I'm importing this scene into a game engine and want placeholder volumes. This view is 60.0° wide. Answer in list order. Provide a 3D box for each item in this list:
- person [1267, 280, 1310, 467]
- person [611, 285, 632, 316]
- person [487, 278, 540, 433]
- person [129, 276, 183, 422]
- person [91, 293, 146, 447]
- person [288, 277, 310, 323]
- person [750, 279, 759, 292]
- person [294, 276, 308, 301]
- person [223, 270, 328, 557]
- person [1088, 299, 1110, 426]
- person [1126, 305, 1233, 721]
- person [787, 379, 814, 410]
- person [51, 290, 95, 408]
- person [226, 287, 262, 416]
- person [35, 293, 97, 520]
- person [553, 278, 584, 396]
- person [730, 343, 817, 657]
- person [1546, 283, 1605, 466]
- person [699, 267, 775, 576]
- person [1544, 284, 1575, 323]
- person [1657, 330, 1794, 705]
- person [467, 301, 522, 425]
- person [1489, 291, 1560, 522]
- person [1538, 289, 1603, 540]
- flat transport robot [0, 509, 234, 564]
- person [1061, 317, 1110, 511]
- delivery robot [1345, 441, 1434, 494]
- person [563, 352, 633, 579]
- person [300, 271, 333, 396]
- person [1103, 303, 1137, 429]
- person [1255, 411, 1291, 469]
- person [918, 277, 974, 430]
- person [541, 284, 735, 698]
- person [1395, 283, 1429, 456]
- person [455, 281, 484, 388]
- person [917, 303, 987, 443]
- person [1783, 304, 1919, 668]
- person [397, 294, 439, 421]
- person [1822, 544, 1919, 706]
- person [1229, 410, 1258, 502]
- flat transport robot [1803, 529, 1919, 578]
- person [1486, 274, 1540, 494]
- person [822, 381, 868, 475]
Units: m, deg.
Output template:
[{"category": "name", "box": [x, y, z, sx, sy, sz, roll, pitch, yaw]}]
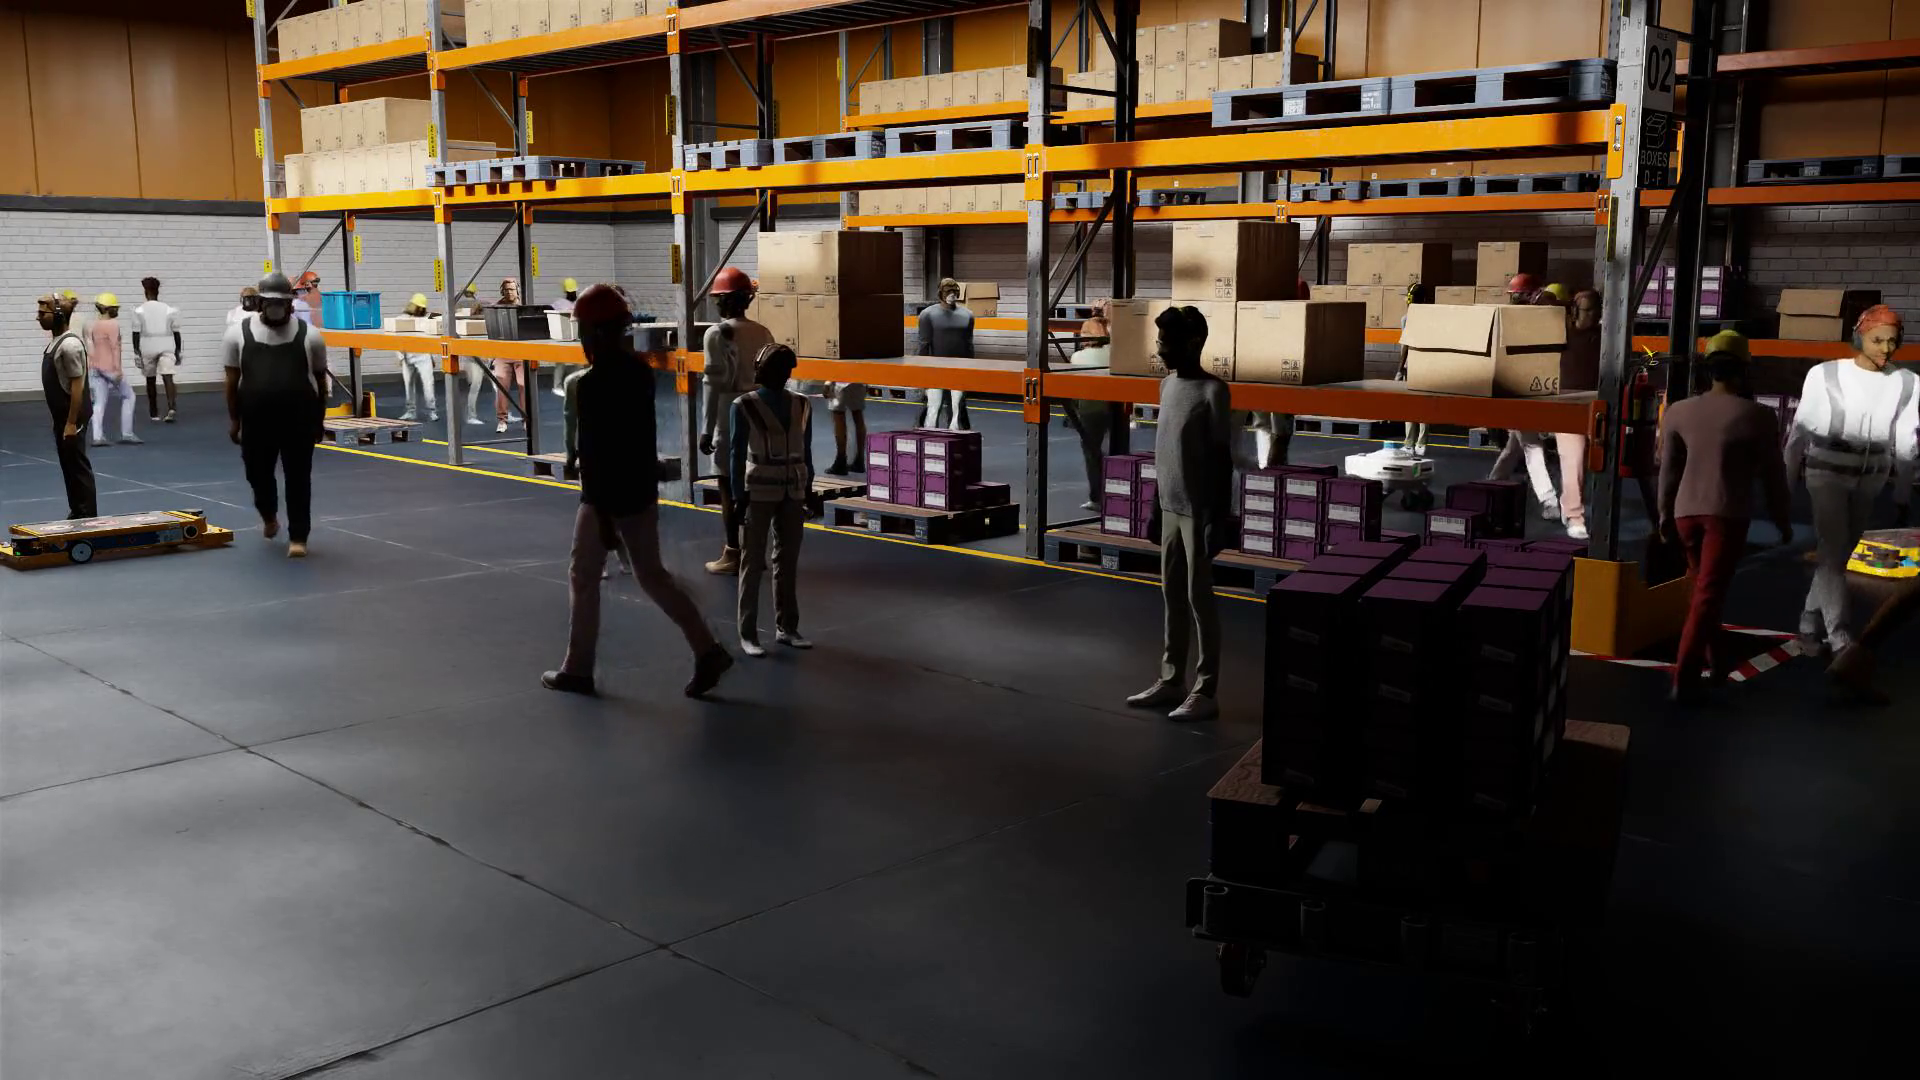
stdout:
[{"category": "person", "box": [2.755, -1.205, 13.951, 0.375, 1.927, 0.543, 1, 9, 7]}, {"category": "person", "box": [-4.167, -2.172, 20.204, 0.566, 1.818, 0.938, -5, 11, -29]}, {"category": "person", "box": [-5.530, -2.278, 20.591, 0.654, 1.906, 0.406, -3, 10, -17]}, {"category": "person", "box": [-10.623, -2.523, 22.019, 0.608, 1.929, 0.981, -6, 11, -32]}, {"category": "person", "box": [-9.665, -1.938, 19.001, 0.542, 1.738, 0.667, 6, 11, 32]}, {"category": "person", "box": [-9.207, -2.699, 23.152, 0.558, 1.908, 0.559, 1, 9, 3]}, {"category": "person", "box": [-2.691, -2.480, 21.898, 0.350, 1.882, 0.583, 5, 10, 26]}, {"category": "person", "box": [-10.635, -3.312, 26.934, 0.643, 1.908, 0.411, 0, 9, 0]}, {"category": "person", "box": [-4.825, -0.911, 11.798, 0.684, 2.000, 0.716, -3, 10, -19]}, {"category": "person", "box": [1.764, -2.244, 21.196, 0.311, 1.638, 0.522, 4, 10, 21]}, {"category": "person", "box": [1.013, -0.118, 7.482, 0.335, 1.865, 0.521, -5, 10, -26]}, {"category": "person", "box": [-2.253, -2.744, 23.445, 0.495, 1.908, 0.645, 6, 11, 31]}, {"category": "person", "box": [-12.466, -2.654, 23.423, 0.864, 1.732, 0.529, 6, 11, 32]}, {"category": "person", "box": [-9.067, -2.356, 21.399, 0.661, 1.808, 0.803, -2, 9, -10]}, {"category": "person", "box": [-6.594, -0.890, 12.269, 0.345, 1.846, 0.507, -8, 12, -39]}, {"category": "person", "box": [-6.151, -3.187, 26.282, 1.005, 1.868, 0.607, 8, 13, 42]}, {"category": "person", "box": [-0.980, -0.213, 8.754, 0.523, 1.636, 0.310, -8, 12, -40]}, {"category": "person", "box": [6.428, -1.623, 16.661, 1.063, 1.870, 0.636, 3, 10, 19]}, {"category": "person", "box": [-1.492, -0.780, 11.039, 0.396, 2.039, 0.607, 6, 11, 35]}, {"category": "person", "box": [6.154, -1.689, 17.112, 0.599, 1.882, 0.987, -9, 13, -43]}, {"category": "person", "box": [3.620, -0.109, 7.835, 0.860, 1.729, 0.537, -6, 11, -33]}, {"category": "person", "box": [-6.081, -2.278, 21.530, 0.790, 1.601, 0.508, 3, 10, 16]}, {"category": "person", "box": [4.650, -1.096, 13.554, 0.649, 1.848, 1.038, -6, 11, -34]}, {"category": "person", "box": [4.722, -0.969, 12.669, 0.651, 1.879, 0.892, 0, 9, 0]}, {"category": "flat transport robot", "box": [-6.031, -0.036, 11.842, 0.652, 0.197, 1.431, 9, 13, 44]}, {"category": "person", "box": [1.116, -1.053, 13.974, 0.509, 1.618, 0.449, -6, 11, -34]}, {"category": "delivery robot", "box": [3.642, -0.596, 14.110, 0.707, 0.478, 0.477, 8, 12, 43]}, {"category": "person", "box": [-2.311, -0.547, 10.814, 0.539, 1.630, 0.398, -3, 10, -18]}, {"category": "person", "box": [-10.135, -3.225, 26.151, 0.387, 1.988, 0.608, 2, 9, 13]}, {"category": "person", "box": [1.896, -2.208, 21.109, 0.804, 1.590, 0.493, 3, 10, 17]}, {"category": "person", "box": [2.914, -1.364, 15.358, 0.609, 1.797, 0.842, 1, 9, 5]}, {"category": "person", "box": [-0.130, -1.703, 16.963, 0.627, 1.940, 0.371, -4, 10, -25]}, {"category": "person", "box": [-1.544, -0.213, 7.791, 0.956, 1.966, 0.608, 4, 10, 23]}, {"category": "person", "box": [4.904, -1.835, 17.988, 0.512, 1.873, 0.329, -7, 11, -35]}, {"category": "person", "box": [-8.289, -3.472, 28.241, 0.596, 1.853, 0.474, 0, 9, 1]}, {"category": "person", "box": [-0.153, -1.926, 19.207, 0.864, 1.652, 0.544, 3, 10, 19]}, {"category": "person", "box": [4.508, -0.249, 8.358, 0.620, 1.834, 0.943, 0, 9, -3]}, {"category": "person", "box": [-7.247, -2.425, 22.179, 0.501, 1.715, 0.728, -2, 9, -11]}, {"category": "person", "box": [4.505, -0.186, 7.511, 0.996, 2.005, 0.620, 2, 10, 13]}, {"category": "person", "box": [2.197, -1.057, 13.340, 0.533, 1.831, 0.633, 6, 11, 32]}, {"category": "flat transport robot", "box": [6.505, 0.069, 11.200, 1.431, 0.197, 0.652, -3, 10, -18]}, {"category": "person", "box": [4.995, -1.384, 14.886, 0.621, 1.978, 0.430, -6, 11, -32]}, {"category": "person", "box": [-1.121, -1.607, 16.388, 0.550, 1.938, 0.379, -8, 12, -42]}]
